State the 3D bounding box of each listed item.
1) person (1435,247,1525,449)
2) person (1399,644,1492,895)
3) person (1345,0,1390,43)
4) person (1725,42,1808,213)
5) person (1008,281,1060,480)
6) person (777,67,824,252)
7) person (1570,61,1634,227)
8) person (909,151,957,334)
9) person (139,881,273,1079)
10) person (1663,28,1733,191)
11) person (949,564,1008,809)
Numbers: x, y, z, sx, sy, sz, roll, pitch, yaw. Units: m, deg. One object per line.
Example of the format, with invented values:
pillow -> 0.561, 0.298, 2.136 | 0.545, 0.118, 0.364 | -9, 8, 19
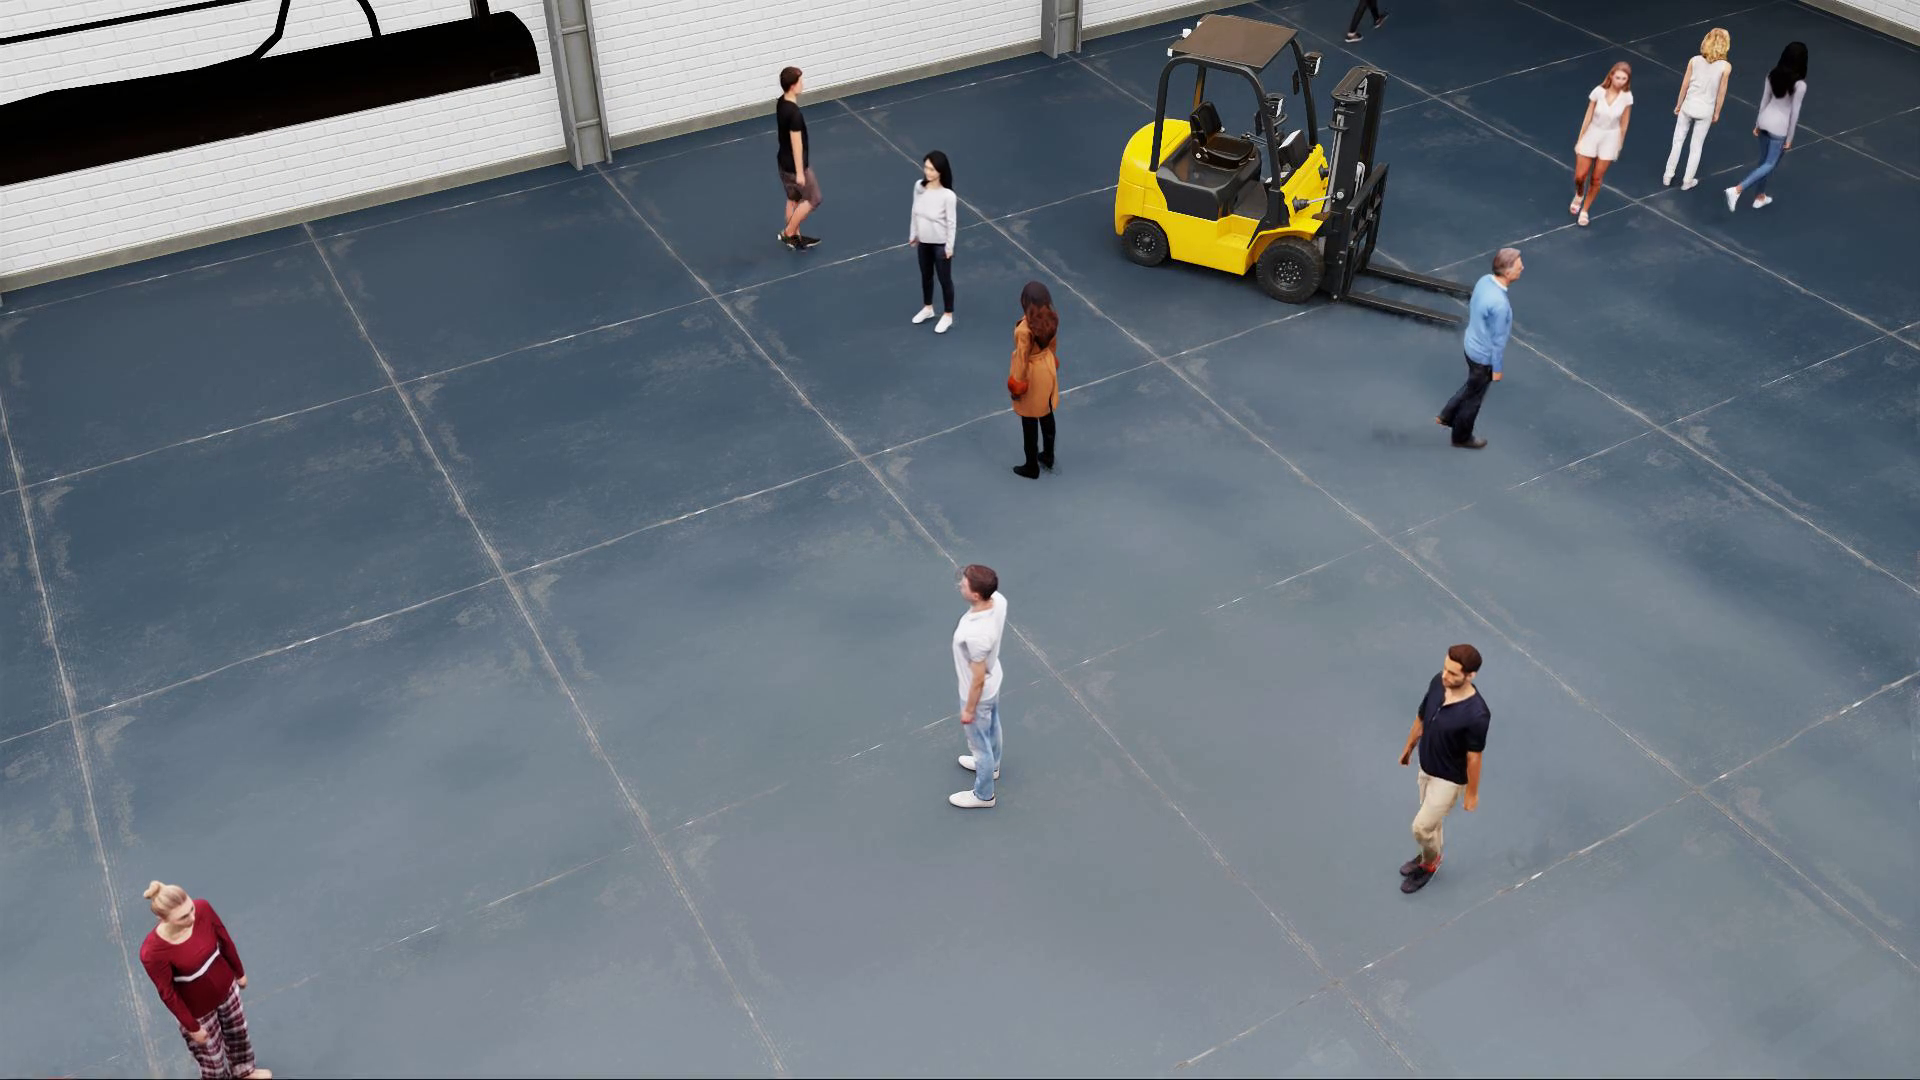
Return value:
person -> 4.077, -1.518, 13.222 | 0.844, 1.805, 0.815 | -1, 39, -1
person -> 2.886, 1.299, 9.665 | 0.660, 1.841, 0.710 | -15, 41, -18
person -> 4.891, -6.779, 19.967 | 1.064, 1.608, 0.646 | -25, 45, -28
person -> 7.970, -4.037, 16.450 | 1.024, 1.713, 0.690 | -14, 41, -16
person -> 0.586, -1.250, 12.952 | 0.813, 1.722, 0.642 | 29, 47, 32
person -> -1.645, -3.570, 15.750 | 0.718, 1.856, 0.740 | -14, 41, -17
person -> 6.288, -3.928, 16.336 | 0.739, 1.684, 0.798 | 13, 40, 16
person -> -0.209, -2.659, 14.734 | 0.684, 1.700, 0.671 | 27, 46, 29
person -> -3.867, 2.324, 8.493 | 0.764, 1.702, 0.681 | 14, 41, 17
person -> 7.502, -4.391, 16.927 | 0.675, 1.670, 0.675 | 25, 45, 28
person -> 0.132, 0.887, 10.173 | 0.769, 1.852, 0.714 | 9, 39, 11
